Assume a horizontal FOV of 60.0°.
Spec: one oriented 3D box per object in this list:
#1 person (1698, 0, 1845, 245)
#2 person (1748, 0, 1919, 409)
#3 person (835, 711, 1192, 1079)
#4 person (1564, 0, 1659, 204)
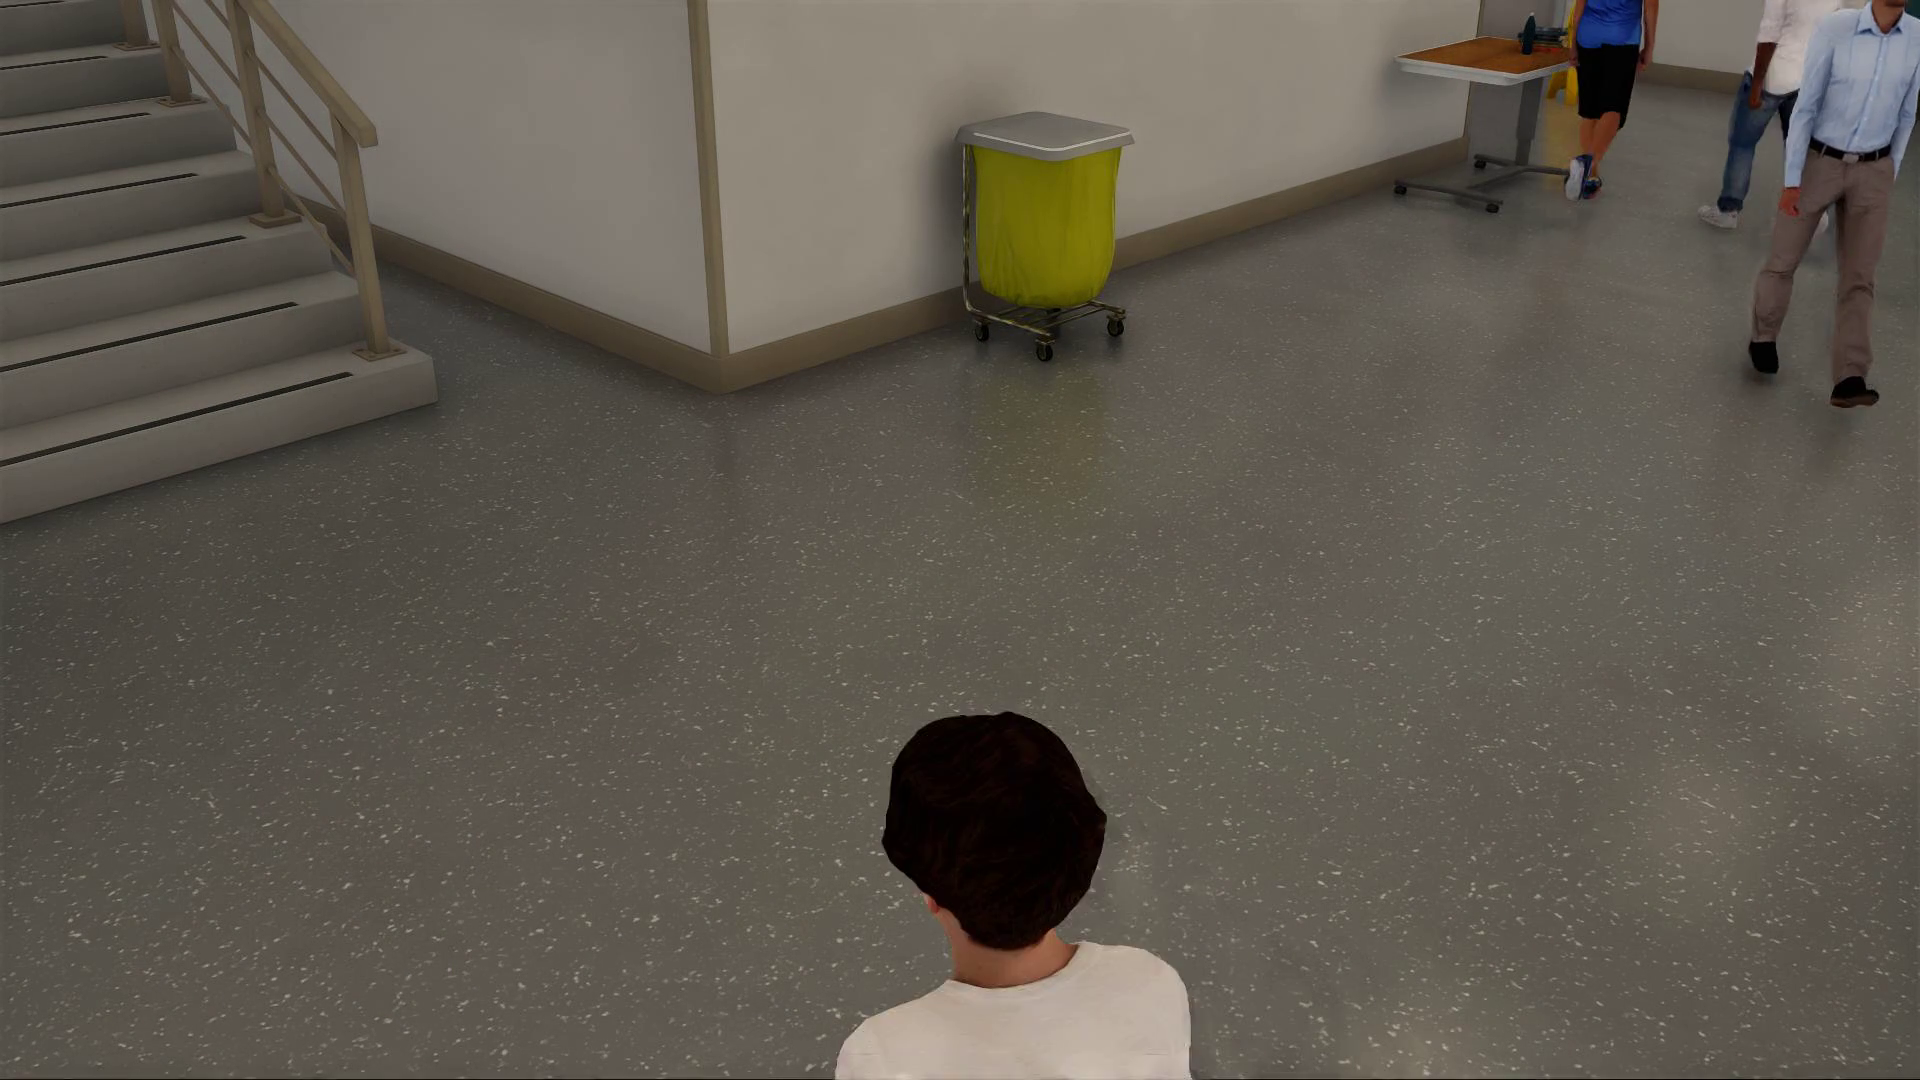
[{"bbox_3d":[4.390,-2.424,8.719,1.073,1.777,1.253,-4,26,-9],"label":"person"},{"bbox_3d":[3.510,-1.472,6.727,1.224,1.792,1.170,5,26,9],"label":"person"},{"bbox_3d":[0.099,0.977,1.822,0.646,1.642,0.758,-13,29,-25],"label":"person"},{"bbox_3d":[3.629,-2.777,9.385,1.120,1.834,0.856,16,30,30],"label":"person"}]
